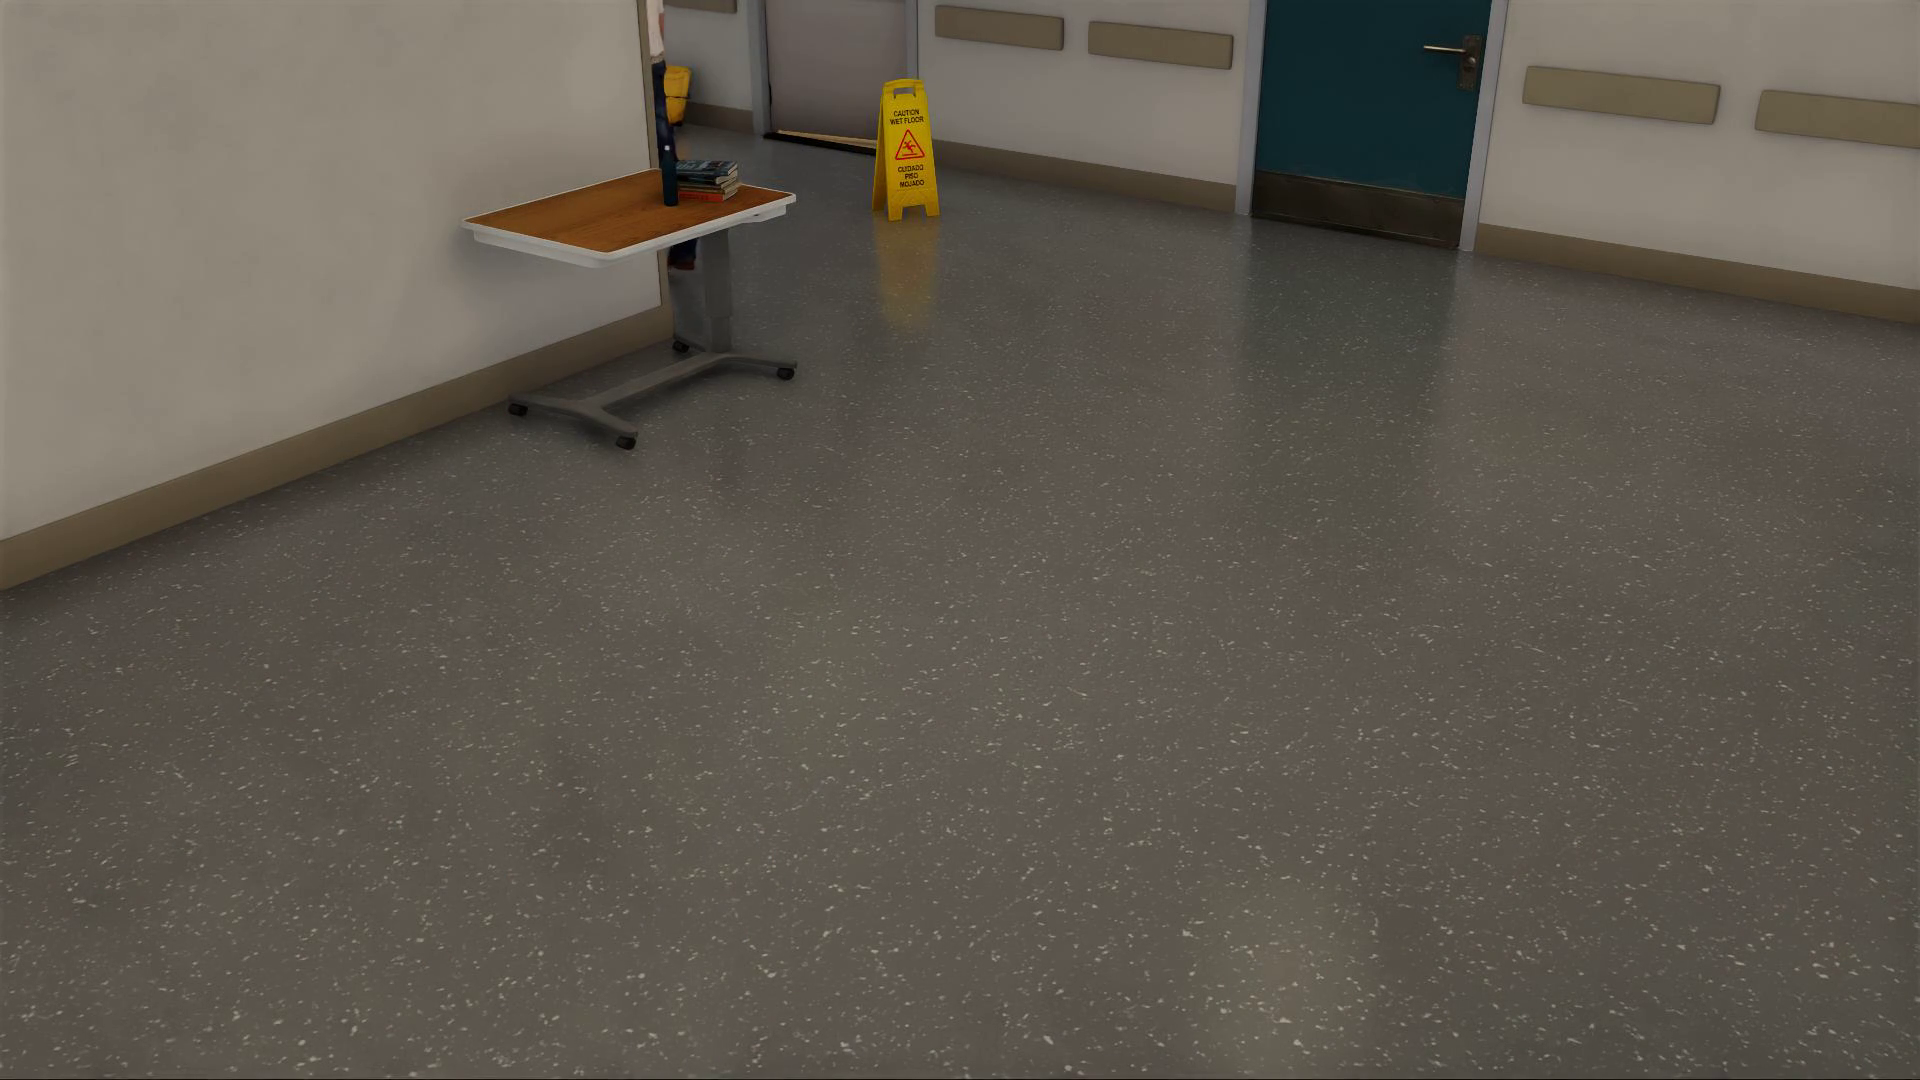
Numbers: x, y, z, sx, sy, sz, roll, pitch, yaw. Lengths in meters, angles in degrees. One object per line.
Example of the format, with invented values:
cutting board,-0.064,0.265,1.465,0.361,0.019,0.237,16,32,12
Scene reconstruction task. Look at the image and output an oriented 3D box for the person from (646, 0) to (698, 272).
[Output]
person,-1.566,-2.199,8.202,0.857,1.805,1.303,-22,33,-38
